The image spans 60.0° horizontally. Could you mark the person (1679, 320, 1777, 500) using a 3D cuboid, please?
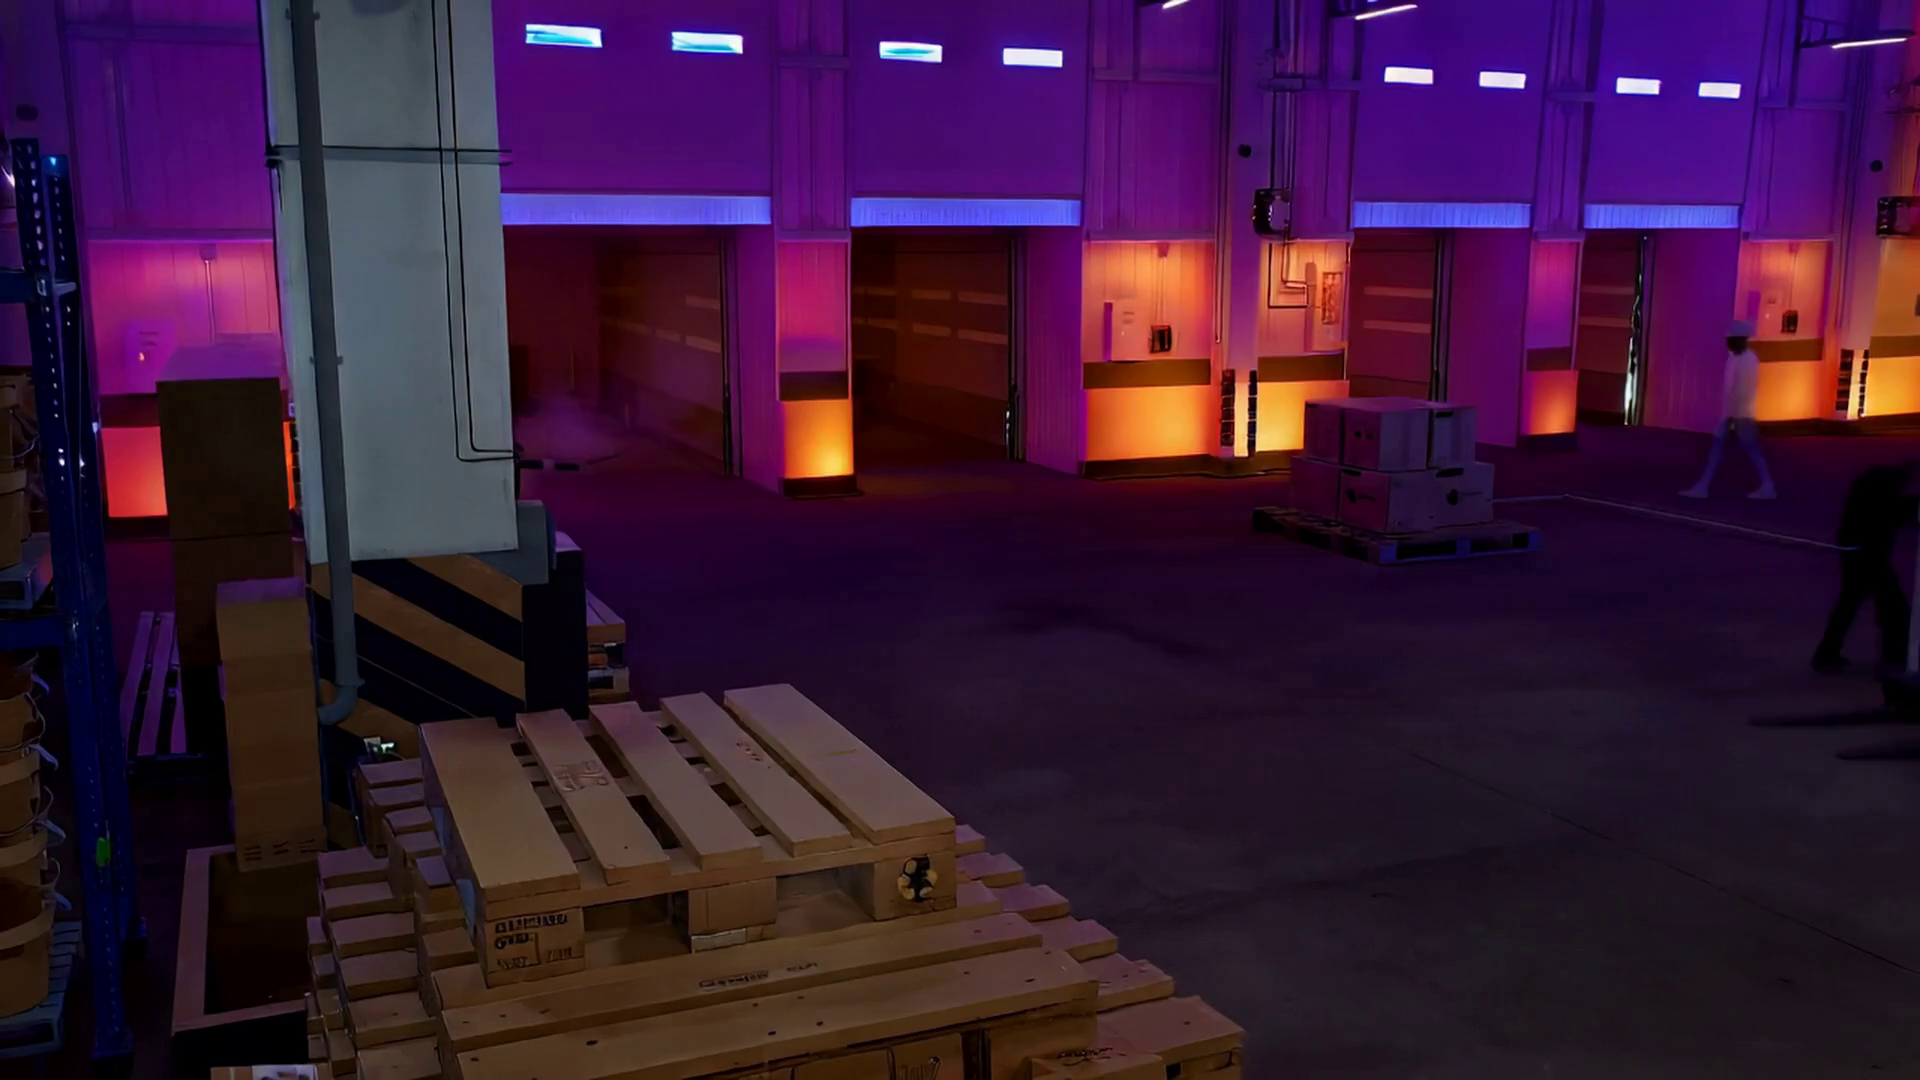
[{"bbox_3d":[8.128,-1.345,17.352,0.982,1.897,0.561,0,10,-1],"label":"person"}]

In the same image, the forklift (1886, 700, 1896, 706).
[{"bbox_3d":[6.358,-0.334,9.026,1.873,2.768,1.129,-3,11,-16],"label":"forklift"}]
